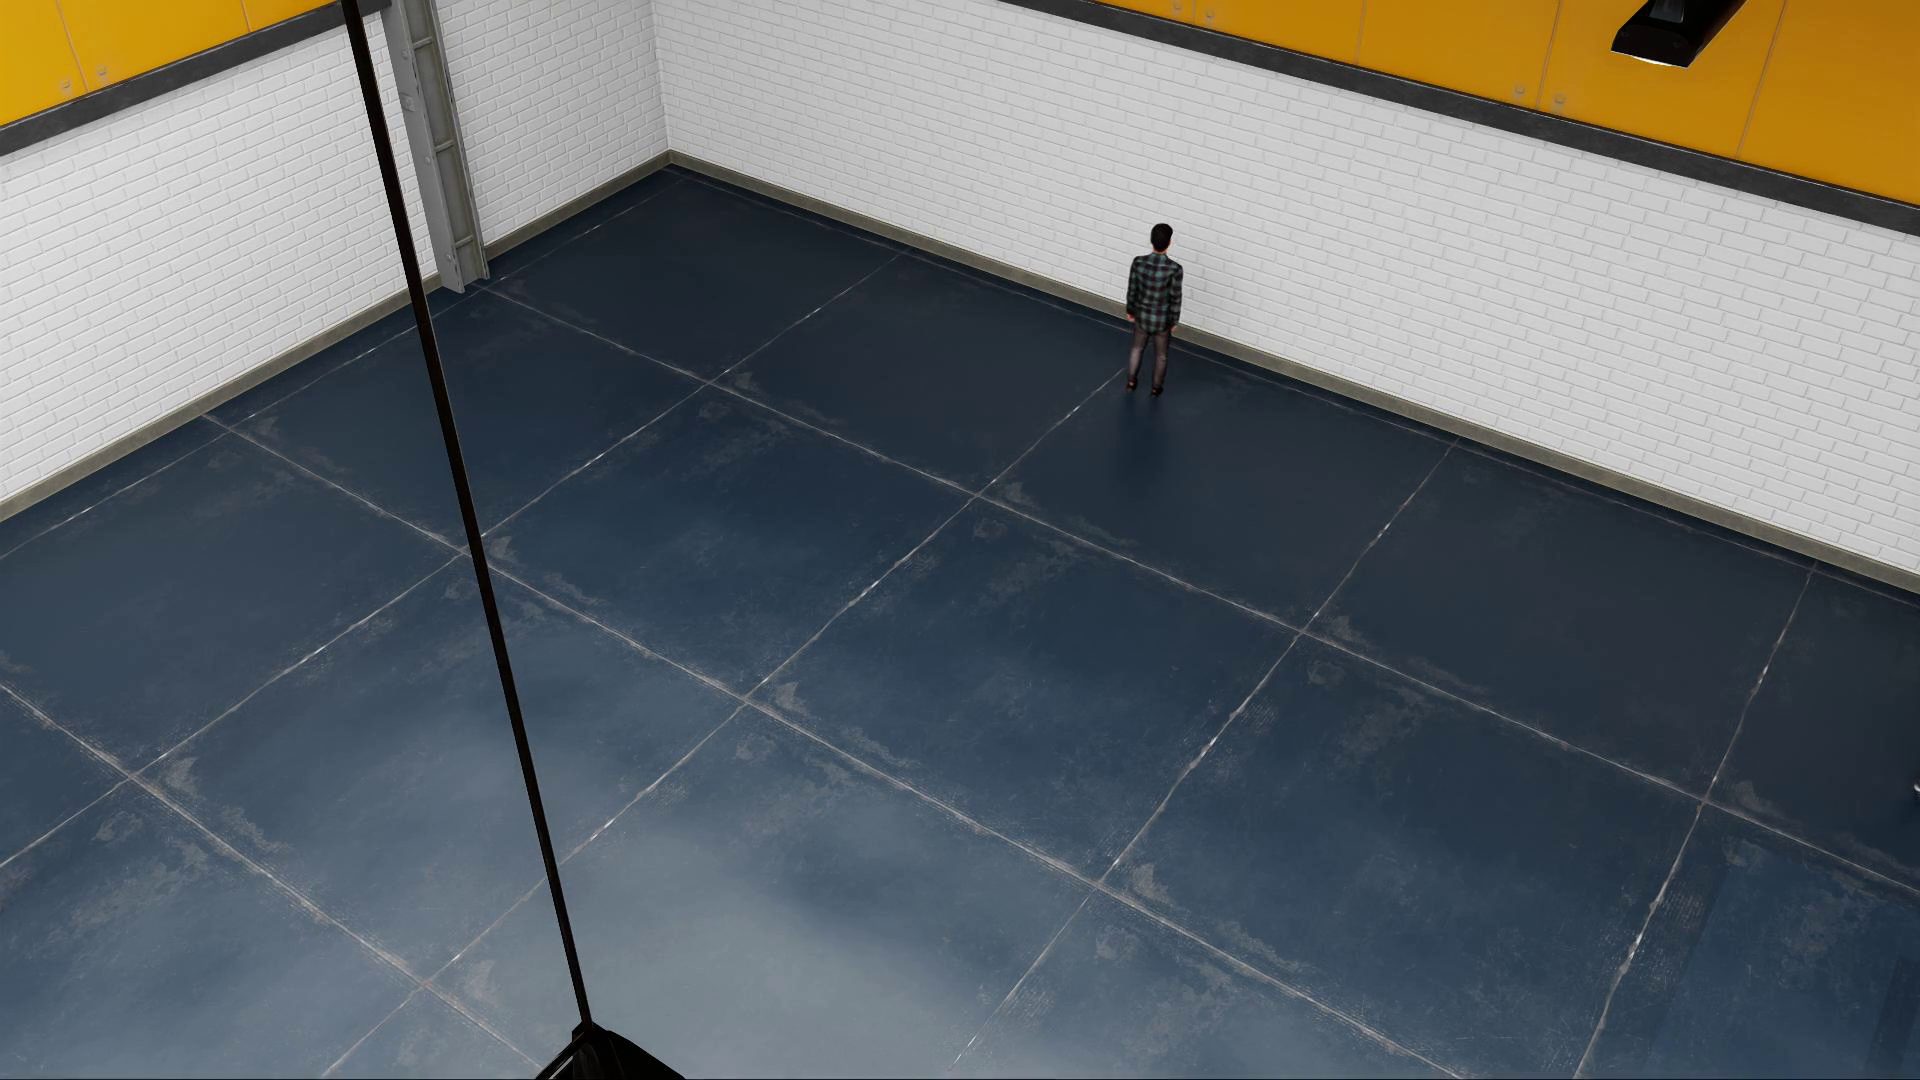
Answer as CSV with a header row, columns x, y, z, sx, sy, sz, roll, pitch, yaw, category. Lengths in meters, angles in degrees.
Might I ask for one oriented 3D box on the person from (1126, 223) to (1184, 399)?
x,y,z,sx,sy,sz,roll,pitch,yaw,category
1.704,-2.005,14.747,0.704,1.705,0.597,15,41,18,person
